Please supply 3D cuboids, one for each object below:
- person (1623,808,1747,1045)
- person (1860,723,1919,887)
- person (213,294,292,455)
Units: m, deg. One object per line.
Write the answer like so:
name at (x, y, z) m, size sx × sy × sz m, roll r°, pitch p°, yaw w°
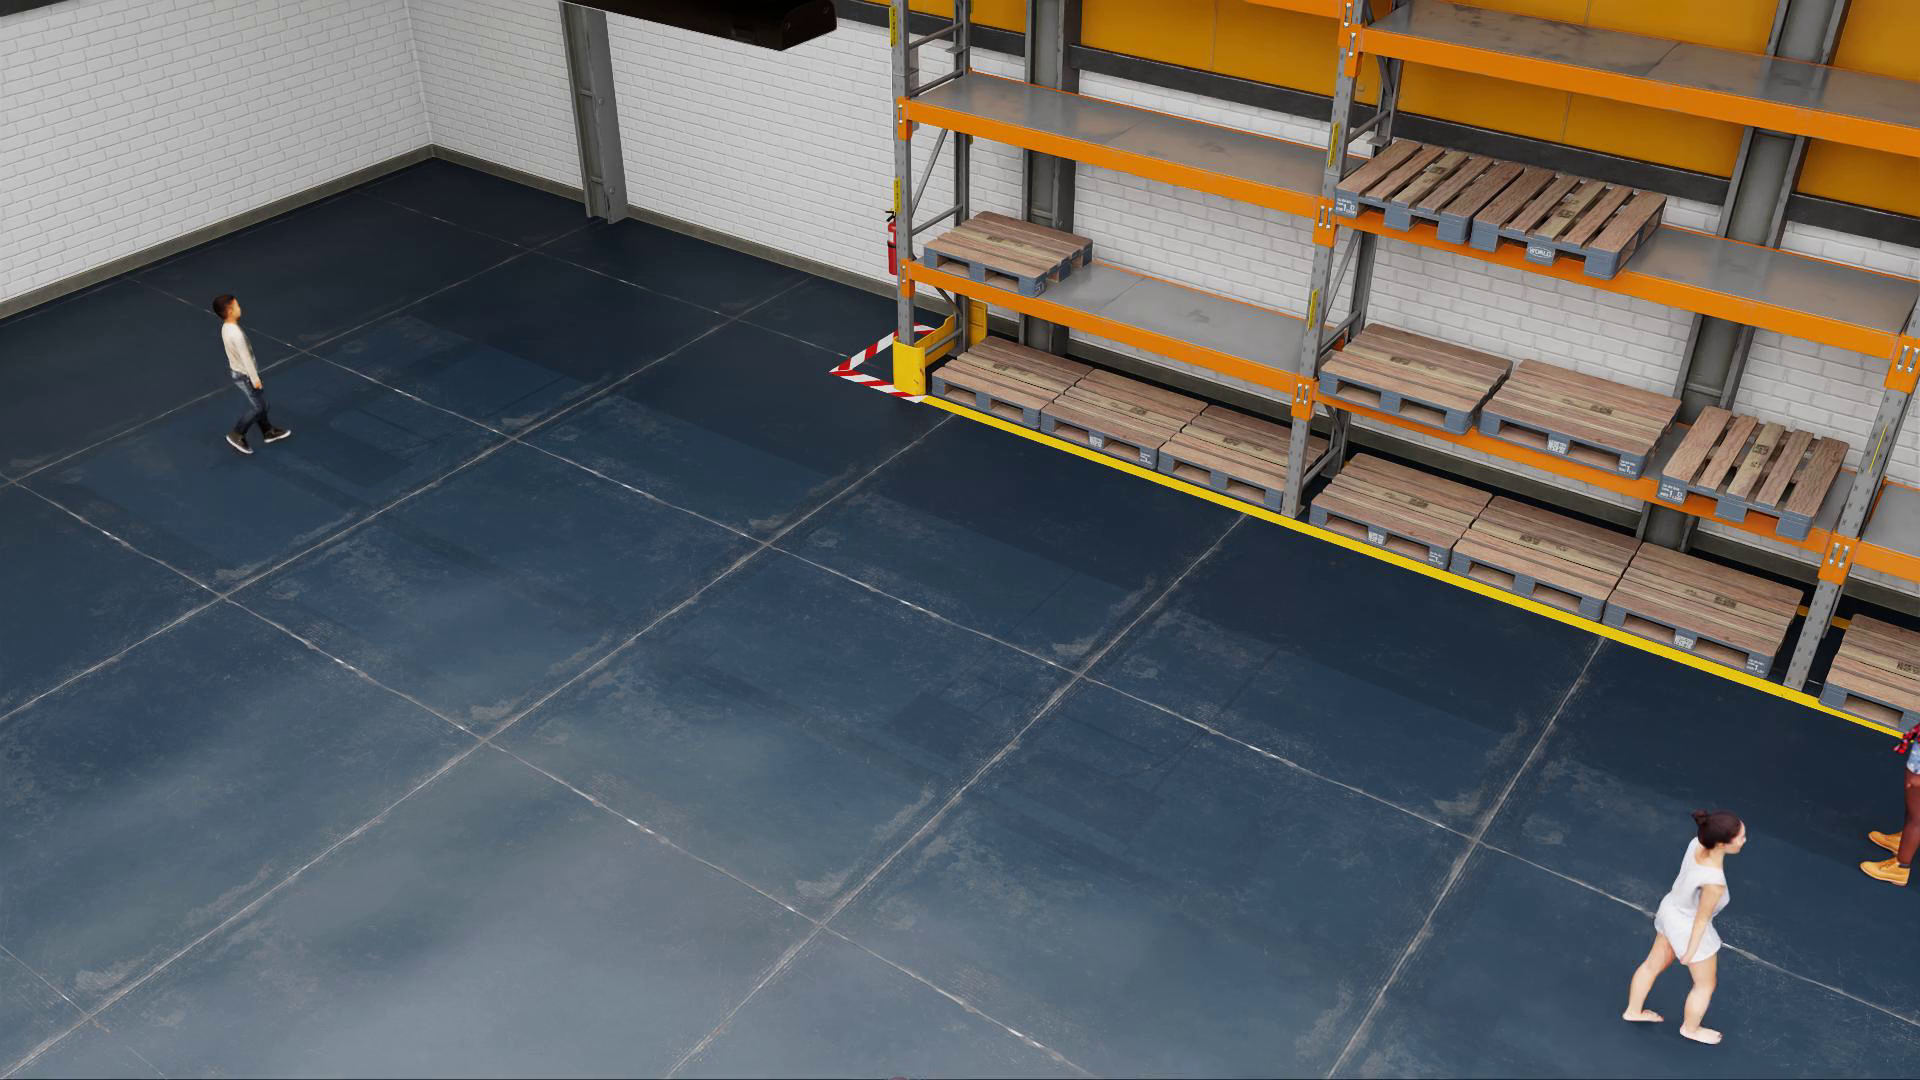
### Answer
person at (3.882, 2.089, 9.065) m, size 0.864 × 1.597 × 0.778 m, roll 1°, pitch 34°, yaw 1°
person at (5.893, 1.347, 10.064) m, size 0.588 × 1.726 × 0.613 m, roll 23°, pitch 40°, yaw 31°
person at (-6.263, -1.428, 14.482) m, size 0.799 × 1.456 × 0.812 m, roll -21°, pitch 39°, yaw -28°
